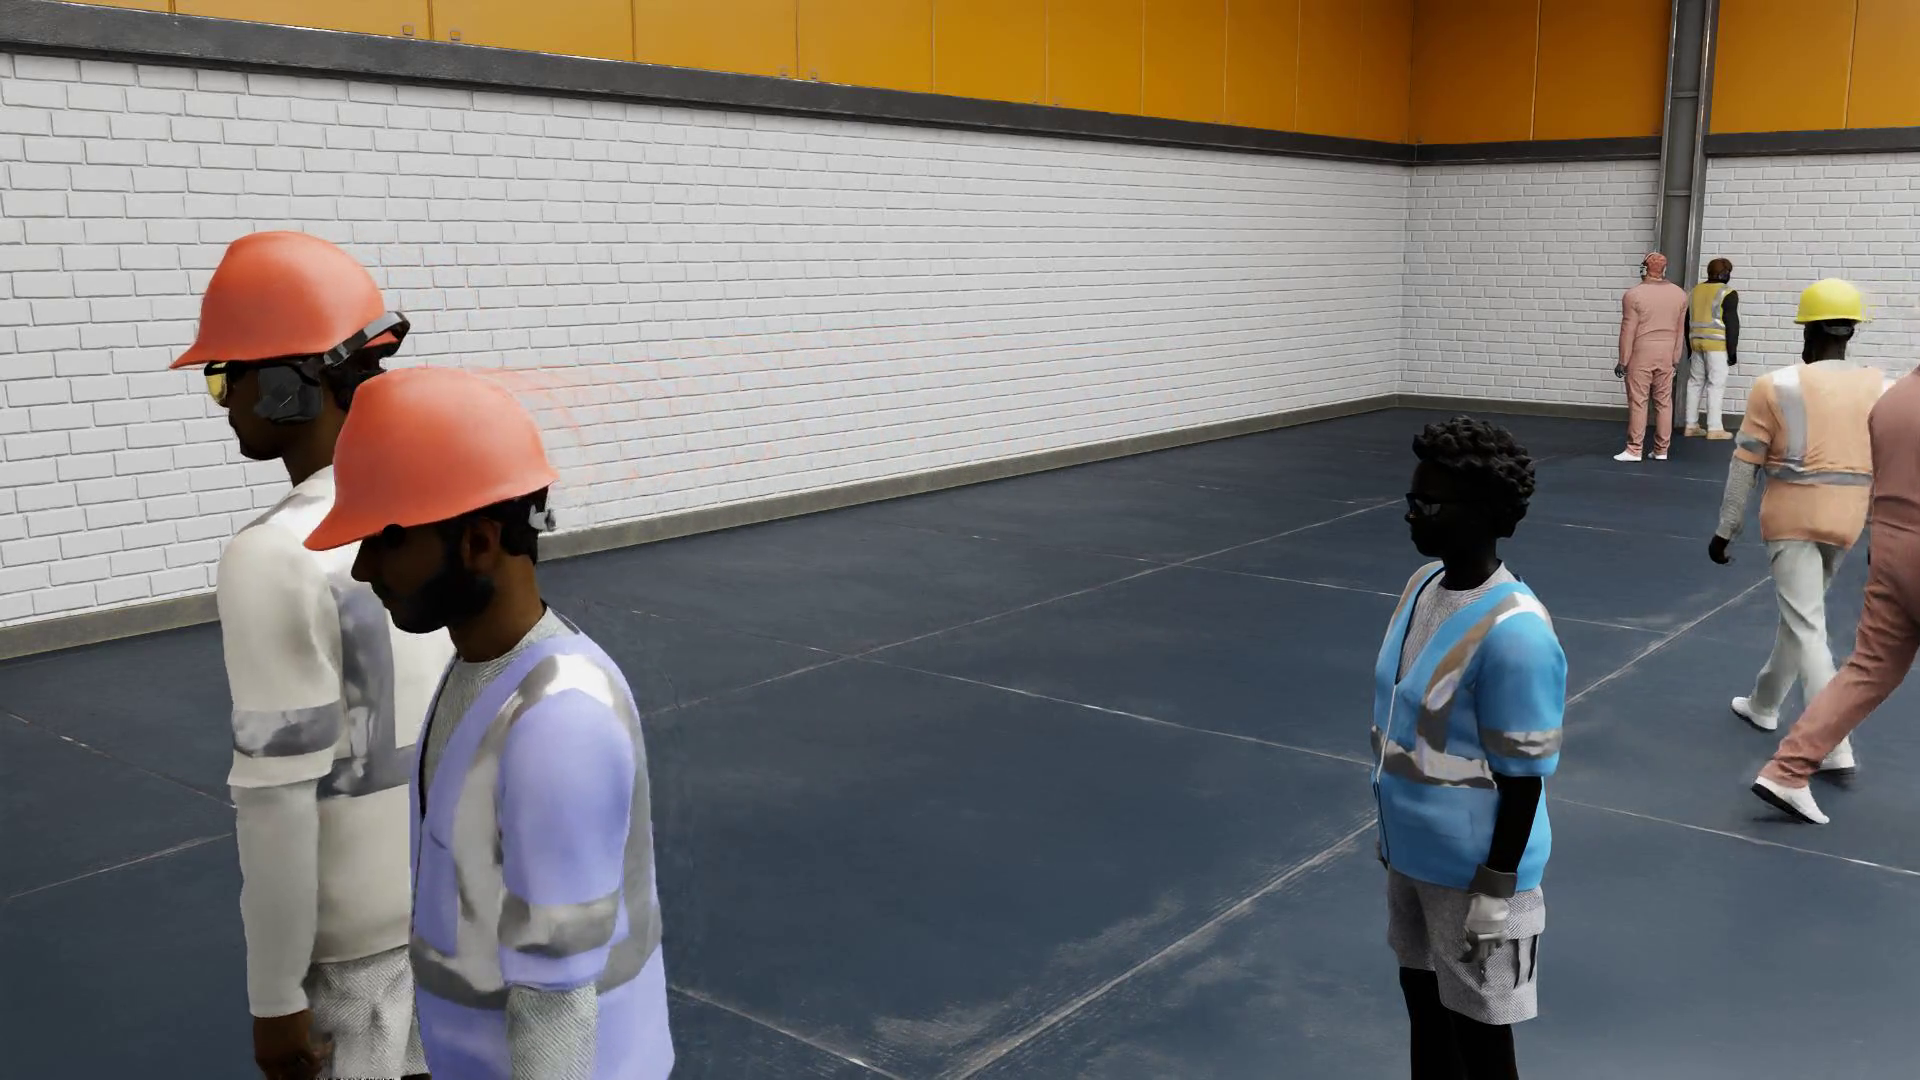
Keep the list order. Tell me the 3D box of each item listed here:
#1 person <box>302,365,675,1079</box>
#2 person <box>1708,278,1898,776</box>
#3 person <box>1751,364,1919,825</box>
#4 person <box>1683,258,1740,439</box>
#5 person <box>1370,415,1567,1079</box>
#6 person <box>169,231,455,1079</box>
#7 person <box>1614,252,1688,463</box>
[{"bbox_3d":[-0.511,0.702,2.212,1.014,1.882,0.550,-6,12,-28],"label":"person"},{"bbox_3d":[3.299,-0.064,6.459,0.606,1.883,0.995,-1,10,-3],"label":"person"},{"bbox_3d":[3.237,0.102,5.598,0.974,1.854,0.655,0,10,-2],"label":"person"},{"bbox_3d":[7.697,-1.952,17.003,0.429,1.840,0.633,-4,11,-22],"label":"person"},{"bbox_3d":[0.952,0.607,3.220,0.318,1.697,0.535,-2,10,-9],"label":"person"},{"bbox_3d":[-0.962,0.551,2.619,0.402,2.039,0.612,2,10,10],"label":"person"},{"bbox_3d":[6.275,-1.659,15.193,0.642,1.909,0.399,-2,10,-12],"label":"person"}]
